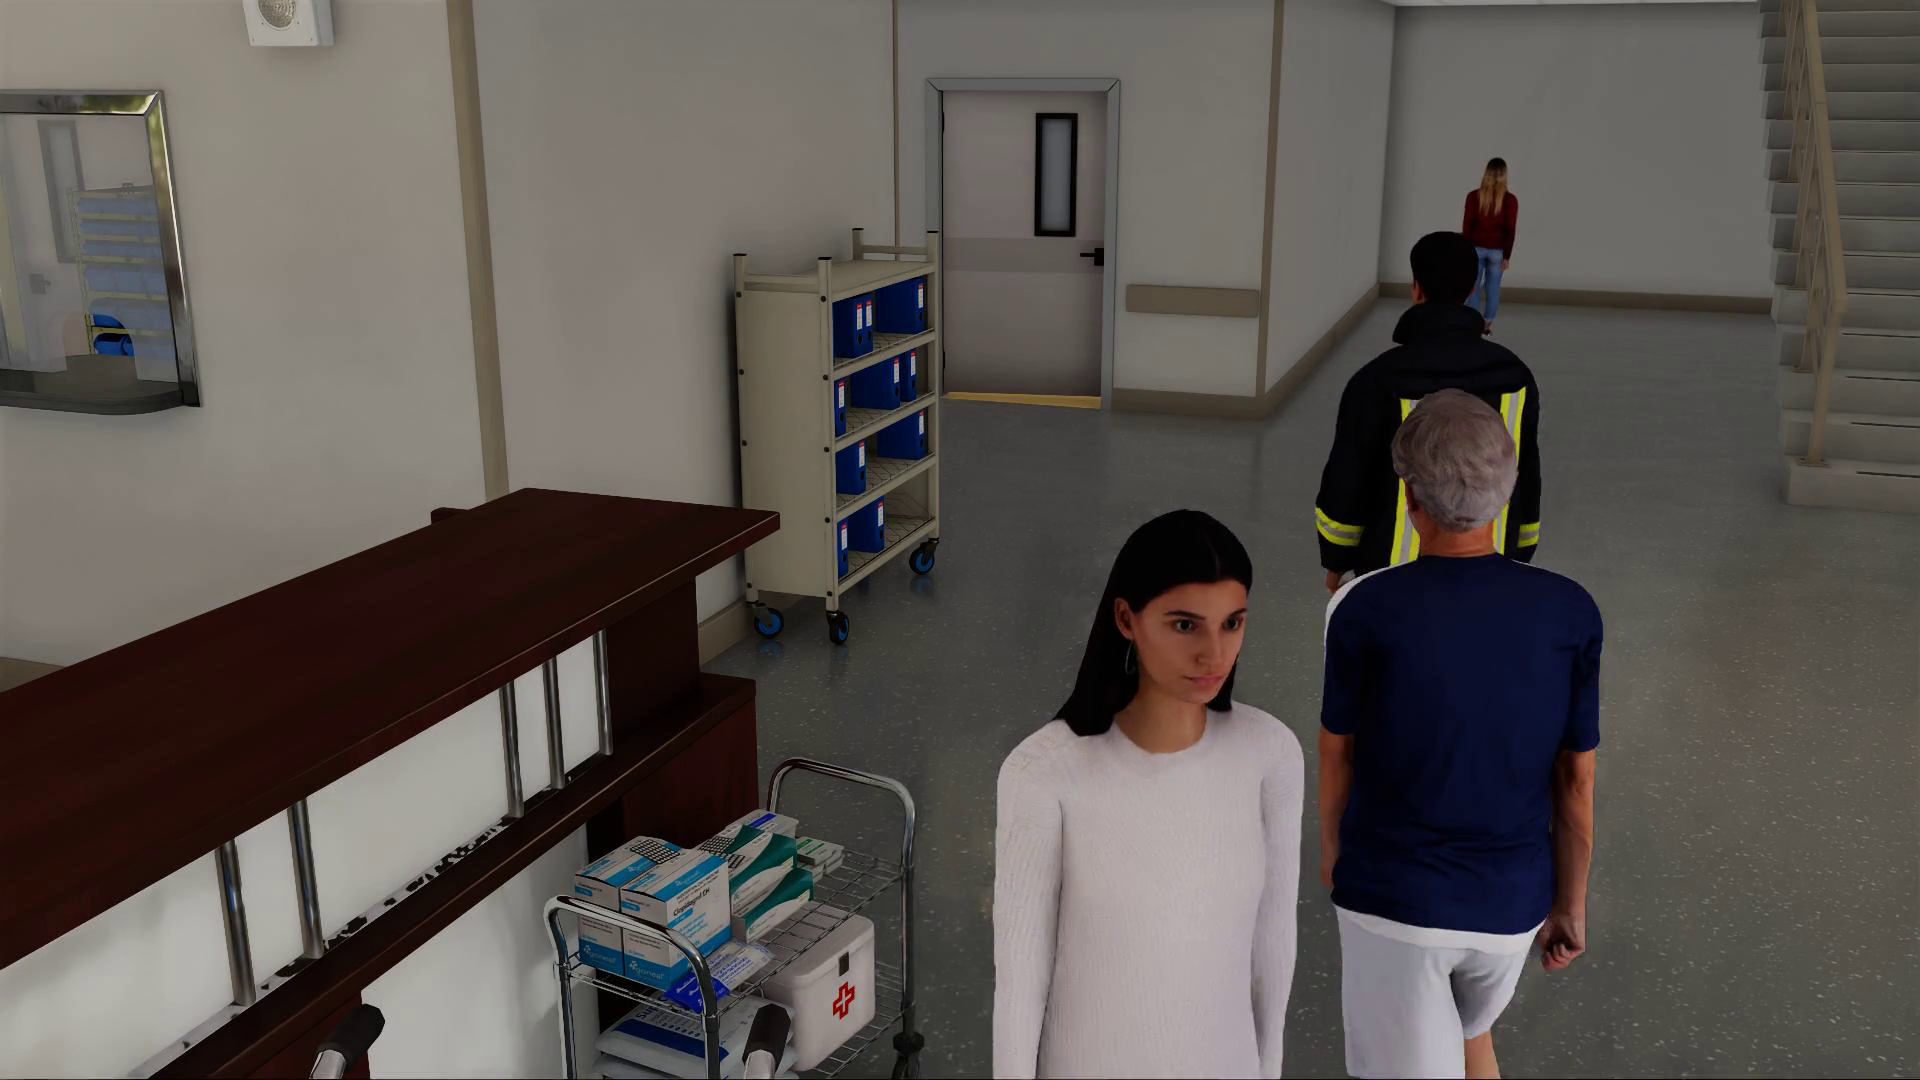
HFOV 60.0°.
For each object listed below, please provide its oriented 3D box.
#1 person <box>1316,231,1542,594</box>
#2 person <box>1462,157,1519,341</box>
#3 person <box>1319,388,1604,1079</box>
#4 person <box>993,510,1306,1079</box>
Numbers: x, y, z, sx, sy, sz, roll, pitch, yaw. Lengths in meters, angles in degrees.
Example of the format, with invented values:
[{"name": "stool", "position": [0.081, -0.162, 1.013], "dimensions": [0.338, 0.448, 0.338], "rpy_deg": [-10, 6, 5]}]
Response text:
[{"name": "person", "position": [1.391, 0.087, 4.797], "dimensions": [0.960, 1.915, 0.976], "rpy_deg": [-3, 16, -9]}, {"name": "person", "position": [4.574, -2.481, 14.482], "dimensions": [0.678, 1.602, 1.087], "rpy_deg": [4, 16, 12]}, {"name": "person", "position": [0.870, 0.670, 2.912], "dimensions": [0.767, 1.814, 0.826], "rpy_deg": [-1, 16, -4]}, {"name": "person", "position": [0.239, 0.809, 2.481], "dimensions": [0.941, 1.782, 1.108], "rpy_deg": [-4, 16, -13]}]
